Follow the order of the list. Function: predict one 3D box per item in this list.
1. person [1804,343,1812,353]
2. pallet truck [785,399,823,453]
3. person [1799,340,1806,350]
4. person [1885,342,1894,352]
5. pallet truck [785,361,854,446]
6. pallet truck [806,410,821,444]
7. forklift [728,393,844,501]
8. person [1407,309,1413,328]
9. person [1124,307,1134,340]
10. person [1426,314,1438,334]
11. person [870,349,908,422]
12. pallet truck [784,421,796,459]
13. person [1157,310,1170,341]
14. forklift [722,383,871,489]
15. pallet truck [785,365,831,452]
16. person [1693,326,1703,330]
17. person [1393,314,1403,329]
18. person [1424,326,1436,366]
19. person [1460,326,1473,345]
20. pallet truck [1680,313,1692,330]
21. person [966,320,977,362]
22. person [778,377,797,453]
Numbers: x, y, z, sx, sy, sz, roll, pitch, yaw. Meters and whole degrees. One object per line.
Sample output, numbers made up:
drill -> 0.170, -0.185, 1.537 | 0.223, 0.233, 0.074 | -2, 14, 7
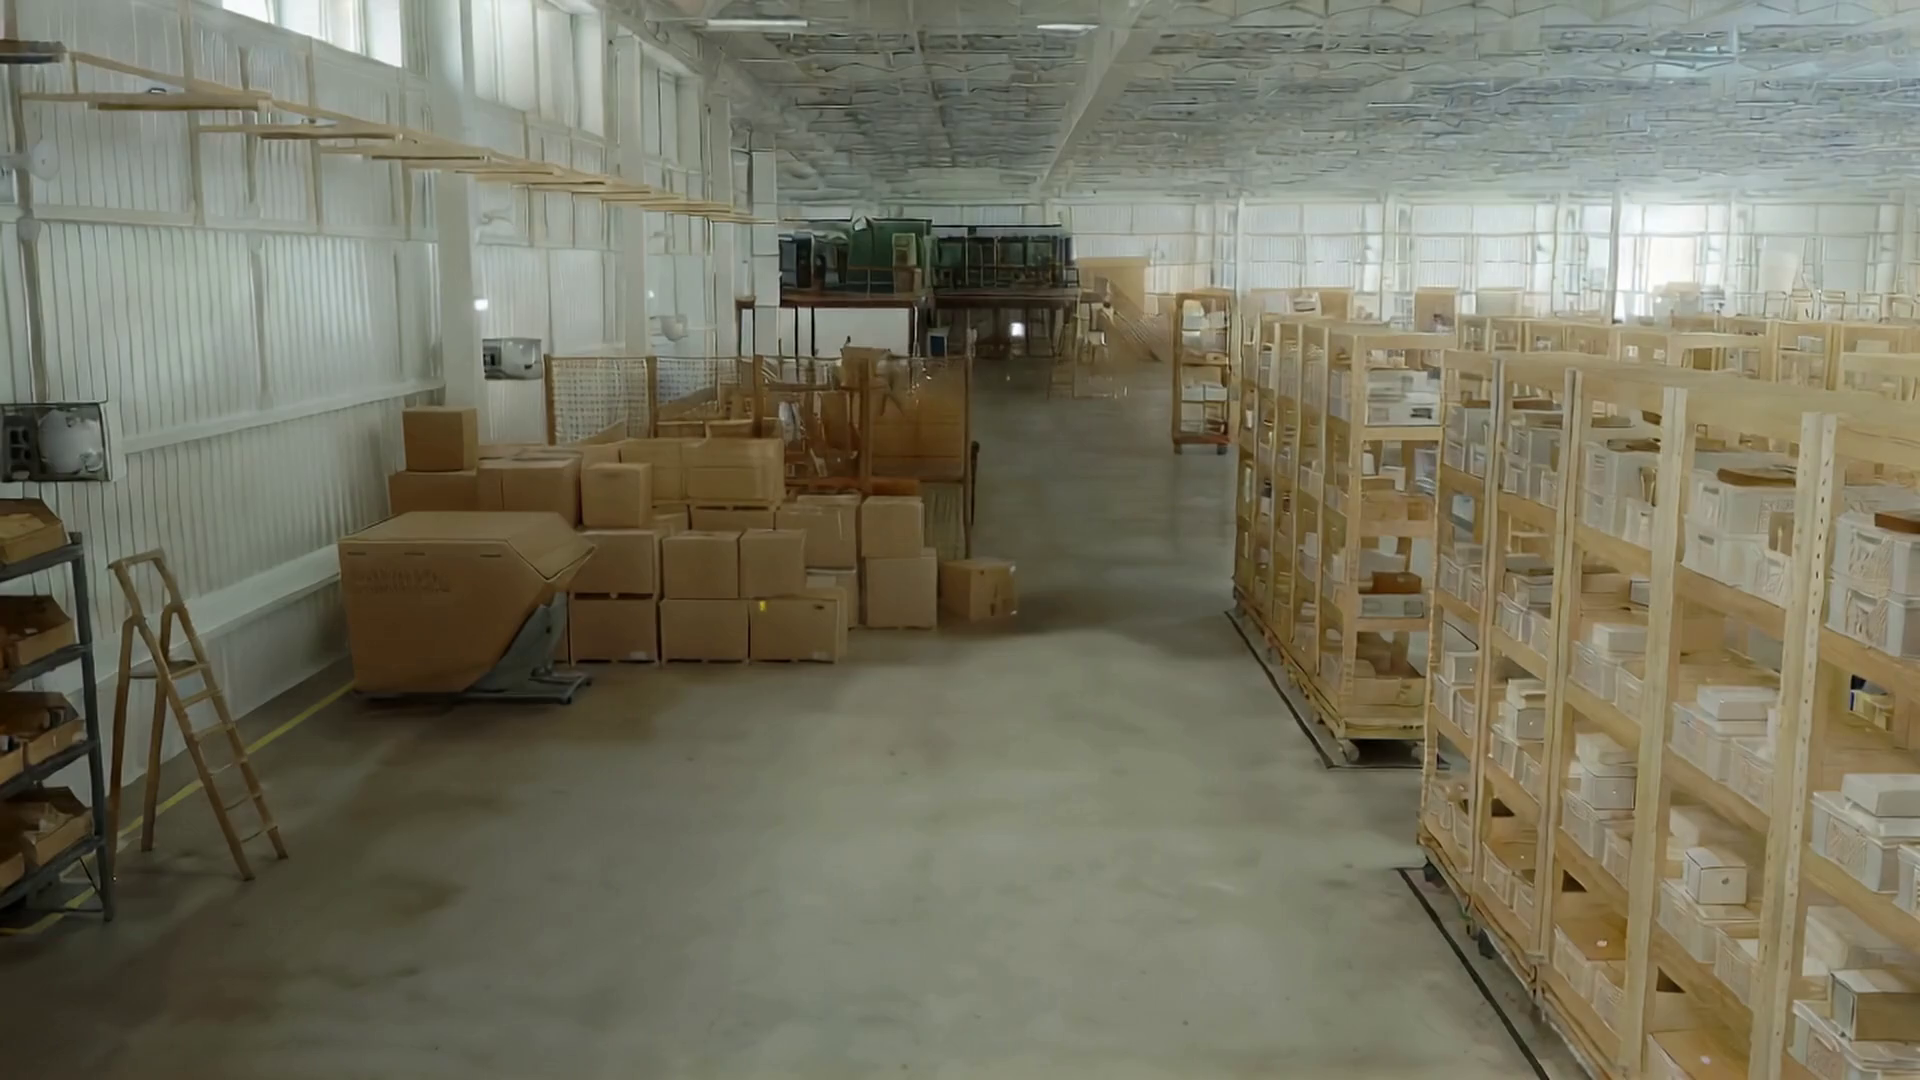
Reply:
person -> 27.766, -5.594, 54.527 | 0.533, 1.751, 0.487 | 1, 9, 8
pallet truck -> -3.814, -2.432, 36.419 | 1.630, 1.274, 0.653 | 0, 9, 1
person -> 29.890, -6.280, 59.034 | 0.444, 1.674, 0.552 | -2, 9, -11
person -> 32.812, -6.325, 58.387 | 0.617, 1.964, 0.361 | 6, 11, 32
pallet truck -> -3.410, -3.193, 38.978 | 1.885, 1.965, 0.823 | 0, 9, -1
pallet truck -> -3.559, -2.018, 33.905 | 1.522, 1.261, 0.704 | 0, 9, -1
forklift -> -2.979, -1.316, 26.476 | 2.680, 1.987, 1.157 | 0, 9, 1
person -> 25.598, -12.178, 94.652 | 0.395, 1.920, 0.584 | 6, 11, 32
person -> 9.953, -12.746, 98.049 | 0.603, 1.951, 0.380 | -4, 10, -22
person -> 24.699, -10.942, 87.380 | 0.915, 1.799, 0.652 | -4, 10, -25
person -> -1.898, -4.205, 45.261 | 1.032, 1.994, 0.623 | -2, 10, -15
pallet truck -> -4.013, -1.793, 32.705 | 1.601, 1.201, 0.680 | 0, 9, 1
person -> 11.823, -12.392, 96.323 | 0.917, 1.806, 0.631 | -6, 11, -34
forklift -> -2.893, -1.687, 28.729 | 2.680, 1.987, 1.157 | 0, 9, -1
pallet truck -> -3.774, -2.976, 37.635 | 1.885, 1.965, 0.823 | 1, 9, 5
person -> 29.512, -7.697, 66.628 | 0.536, 2.000, 0.693 | 4, 10, 24
person -> 21.869, -10.315, 83.106 | 0.371, 1.935, 0.627 | -5, 10, -26
person -> 18.824, -7.591, 66.444 | 0.977, 1.902, 0.556 | -3, 10, -15
person -> 22.549, -8.837, 74.024 | 0.546, 1.918, 0.390 | -3, 10, -15
pallet truck -> 36.315, -10.531, 84.244 | 0.823, 1.965, 1.885 | -6, 11, -33
person -> 0.502, -8.947, 74.825 | 0.575, 1.882, 0.355 | -7, 12, -37
person -> -3.611, -2.500, 34.980 | 0.410, 1.909, 0.643 | -2, 9, -12
